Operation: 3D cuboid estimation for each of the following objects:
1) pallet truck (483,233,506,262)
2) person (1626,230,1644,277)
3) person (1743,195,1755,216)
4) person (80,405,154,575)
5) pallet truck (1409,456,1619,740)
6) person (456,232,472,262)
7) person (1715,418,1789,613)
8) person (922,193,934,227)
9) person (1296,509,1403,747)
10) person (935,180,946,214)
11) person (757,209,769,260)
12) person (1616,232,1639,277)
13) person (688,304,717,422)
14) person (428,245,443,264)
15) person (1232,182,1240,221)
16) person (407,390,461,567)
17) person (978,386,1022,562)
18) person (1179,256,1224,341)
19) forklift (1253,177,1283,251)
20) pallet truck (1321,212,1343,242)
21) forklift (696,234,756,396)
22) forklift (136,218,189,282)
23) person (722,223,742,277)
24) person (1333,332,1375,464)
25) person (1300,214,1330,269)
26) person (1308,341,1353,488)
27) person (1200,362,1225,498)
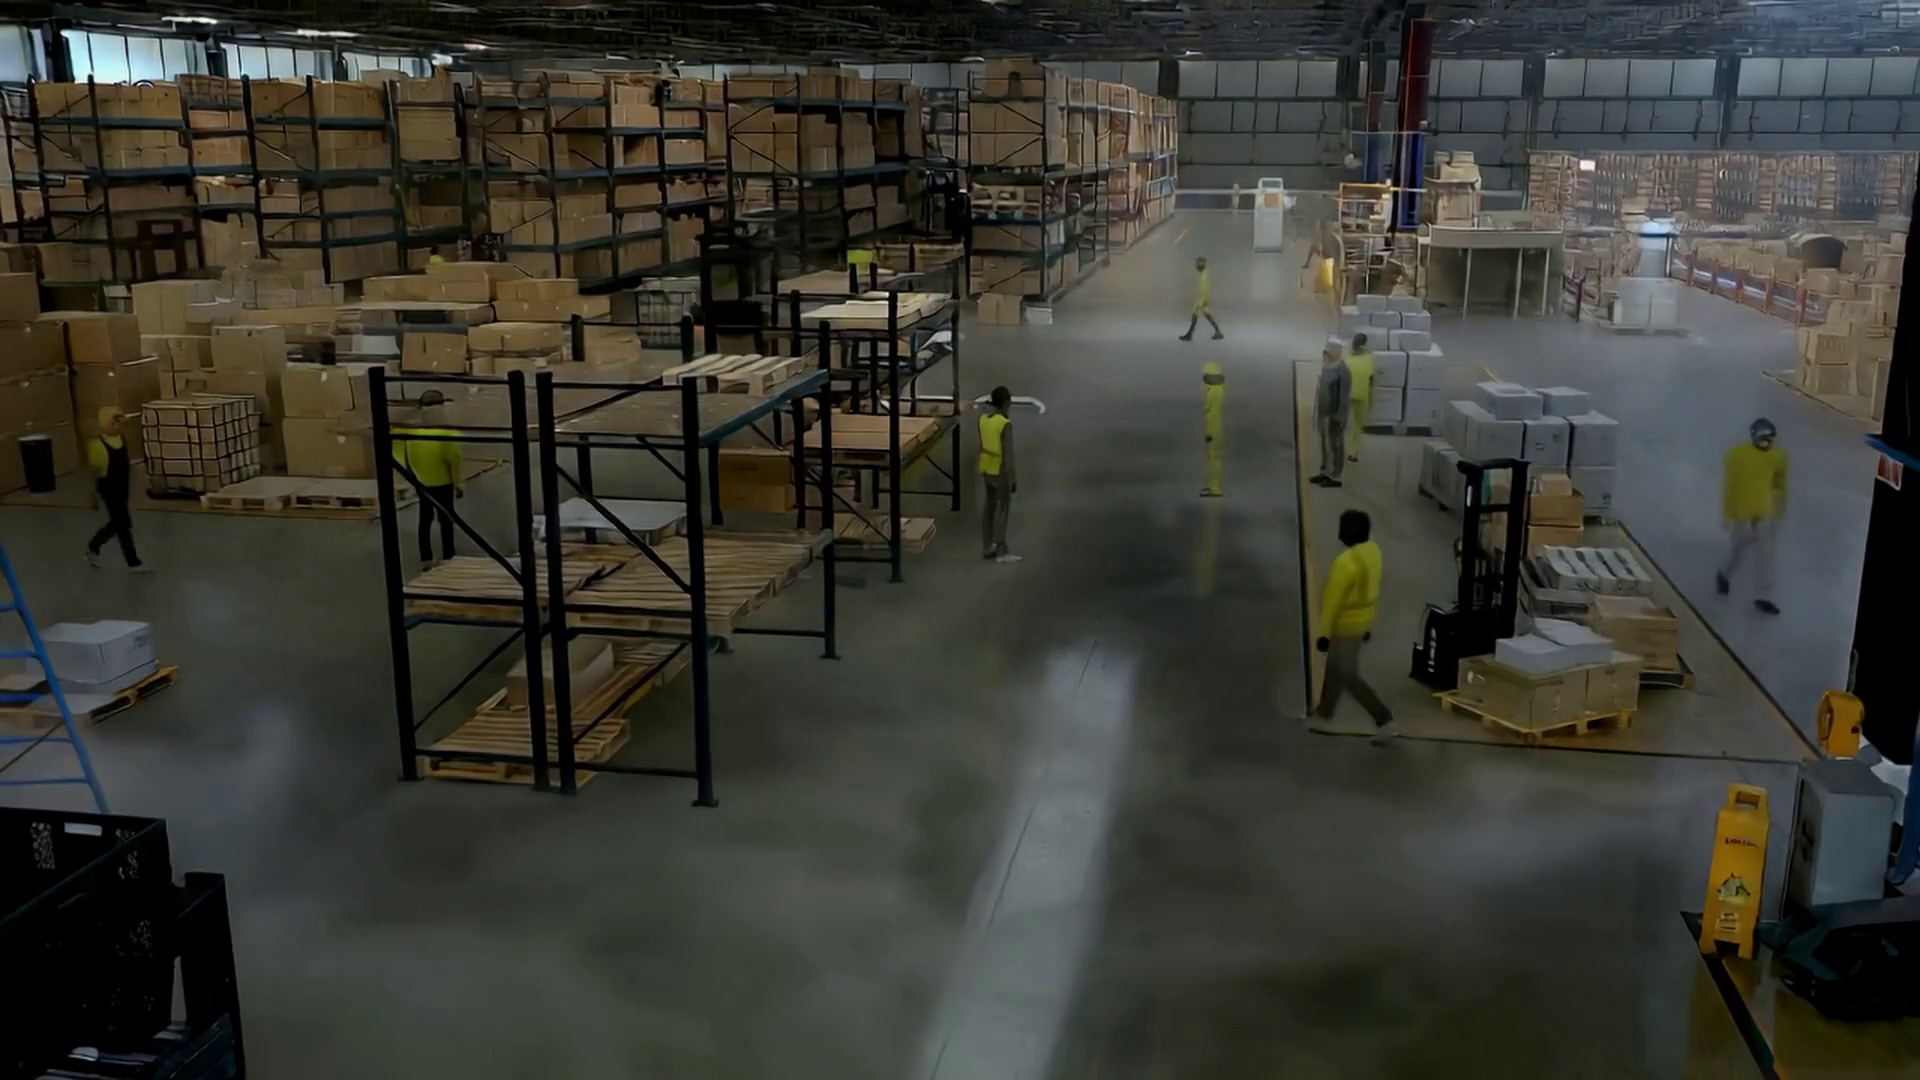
[{"bbox_3d":[-11.832,-7.026,43.548,1.885,1.965,0.823,8,16,28],"label":"pallet truck"},{"bbox_3d":[20.321,-8.506,50.179,0.548,1.686,0.449,3,14,14],"label":"person"},{"bbox_3d":[38.357,-16.159,81.034,0.670,1.794,0.809,-5,15,-21],"label":"person"},{"bbox_3d":[-8.997,-0.530,17.559,0.804,1.820,0.514,2,14,9],"label":"person"},{"bbox_3d":[4.504,0.400,13.395,0.823,1.965,1.885,-6,15,-23],"label":"pallet truck"},{"bbox_3d":[-15.023,-8.546,50.497,0.511,1.612,0.769,2,14,8],"label":"person"},{"bbox_3d":[7.740,-0.268,16.270,0.667,1.917,0.654,-2,14,-8],"label":"person"},{"bbox_3d":[-1.565,-16.260,81.401,0.606,1.820,0.589,4,14,14],"label":"person"},{"bbox_3d":[3.021,0.663,12.703,0.841,1.820,0.621,8,16,30],"label":"person"},{"bbox_3d":[-1.247,-19.236,93.330,0.969,1.890,0.630,3,14,11],"label":"person"},{"bbox_3d":[-7.124,-11.045,60.217,0.438,1.828,0.629,3,14,13],"label":"person"},{"bbox_3d":[18.909,-7.830,47.185,0.591,1.809,0.688,3,14,11],"label":"person"},{"bbox_3d":[-4.101,-2.744,26.239,0.607,1.958,0.398,-13,19,-43],"label":"person"},{"bbox_3d":[-13.108,-6.465,41.652,0.974,1.827,0.528,6,15,21],"label":"person"},{"bbox_3d":[14.319,-17.581,86.441,0.416,1.986,0.609,2,14,6],"label":"person"},{"bbox_3d":[-5.614,-0.653,17.847,0.585,1.918,0.409,3,14,14],"label":"person"},{"bbox_3d":[0.413,-0.717,18.095,0.392,1.919,0.591,-8,16,-31],"label":"person"},{"bbox_3d":[5.463,-5.389,37.133,0.987,1.897,0.560,2,14,8],"label":"person"},{"bbox_3d":[12.083,-12.747,64.956,1.129,2.768,1.873,3,14,10],"label":"forklift"},{"bbox_3d":[15.874,-13.227,70.310,0.680,1.201,1.601,10,17,35],"label":"pallet truck"},{"bbox_3d":[-4.156,-4.023,29.539,1.129,2.768,1.873,3,14,10],"label":"forklift"},{"bbox_3d":[-16.575,-5.322,34.809,1.129,2.768,1.873,3,14,10],"label":"forklift"},{"bbox_3d":[-7.177,-9.326,53.181,0.943,1.851,0.577,-9,16,-32],"label":"person"},{"bbox_3d":[5.549,-2.000,23.467,0.597,1.859,0.365,7,16,28],"label":"person"},{"bbox_3d":[12.071,-10.079,56.214,0.927,1.871,0.643,6,15,23],"label":"person"},{"bbox_3d":[4.886,-1.651,21.860,0.370,1.934,0.627,-5,15,-19],"label":"person"},{"bbox_3d":[3.224,-1.405,21.248,0.321,1.742,0.492,4,14,16],"label":"person"}]
